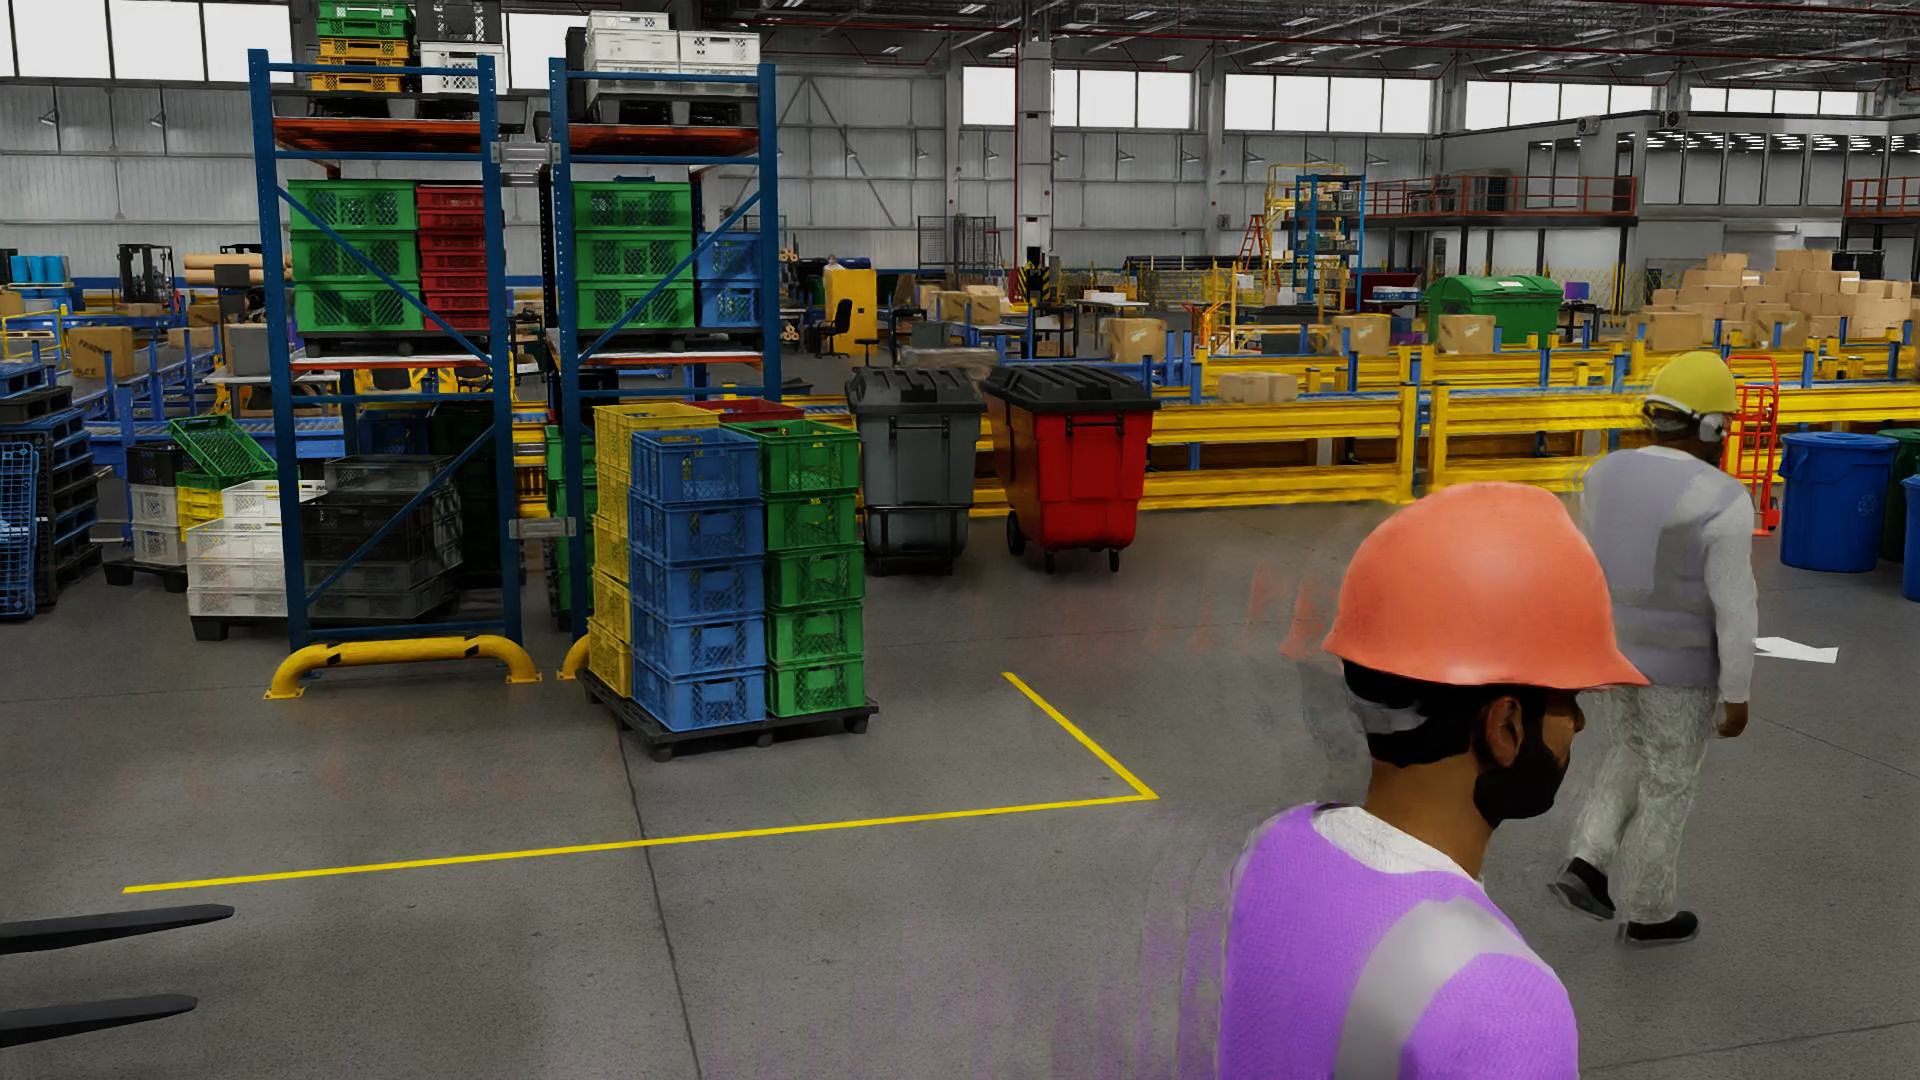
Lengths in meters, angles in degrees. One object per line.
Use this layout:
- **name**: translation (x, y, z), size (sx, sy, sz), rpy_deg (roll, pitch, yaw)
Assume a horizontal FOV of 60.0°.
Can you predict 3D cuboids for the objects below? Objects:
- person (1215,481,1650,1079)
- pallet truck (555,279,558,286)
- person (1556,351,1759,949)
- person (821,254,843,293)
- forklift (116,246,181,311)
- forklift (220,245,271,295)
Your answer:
- **person**: translation (0.526, 0.889, 1.689), size (0.917, 1.896, 0.572), rpy_deg (-3, 10, -14)
- **pallet truck**: translation (-10.604, -6.375, 44.520), size (0.653, 1.274, 1.630), rpy_deg (-3, 10, -15)
- **person**: translation (2.110, 0.348, 4.981), size (0.418, 1.819, 0.619), rpy_deg (-4, 11, -23)
- **person**: translation (-3.750, -7.452, 48.958), size (0.648, 1.888, 0.431), rpy_deg (3, 10, 17)
- **forklift**: translation (-19.966, -6.232, 40.894), size (1.157, 1.987, 2.680), rpy_deg (-3, 10, -15)
- **forklift**: translation (-17.749, -6.334, 41.440), size (1.157, 1.987, 2.680), rpy_deg (-3, 10, -17)
